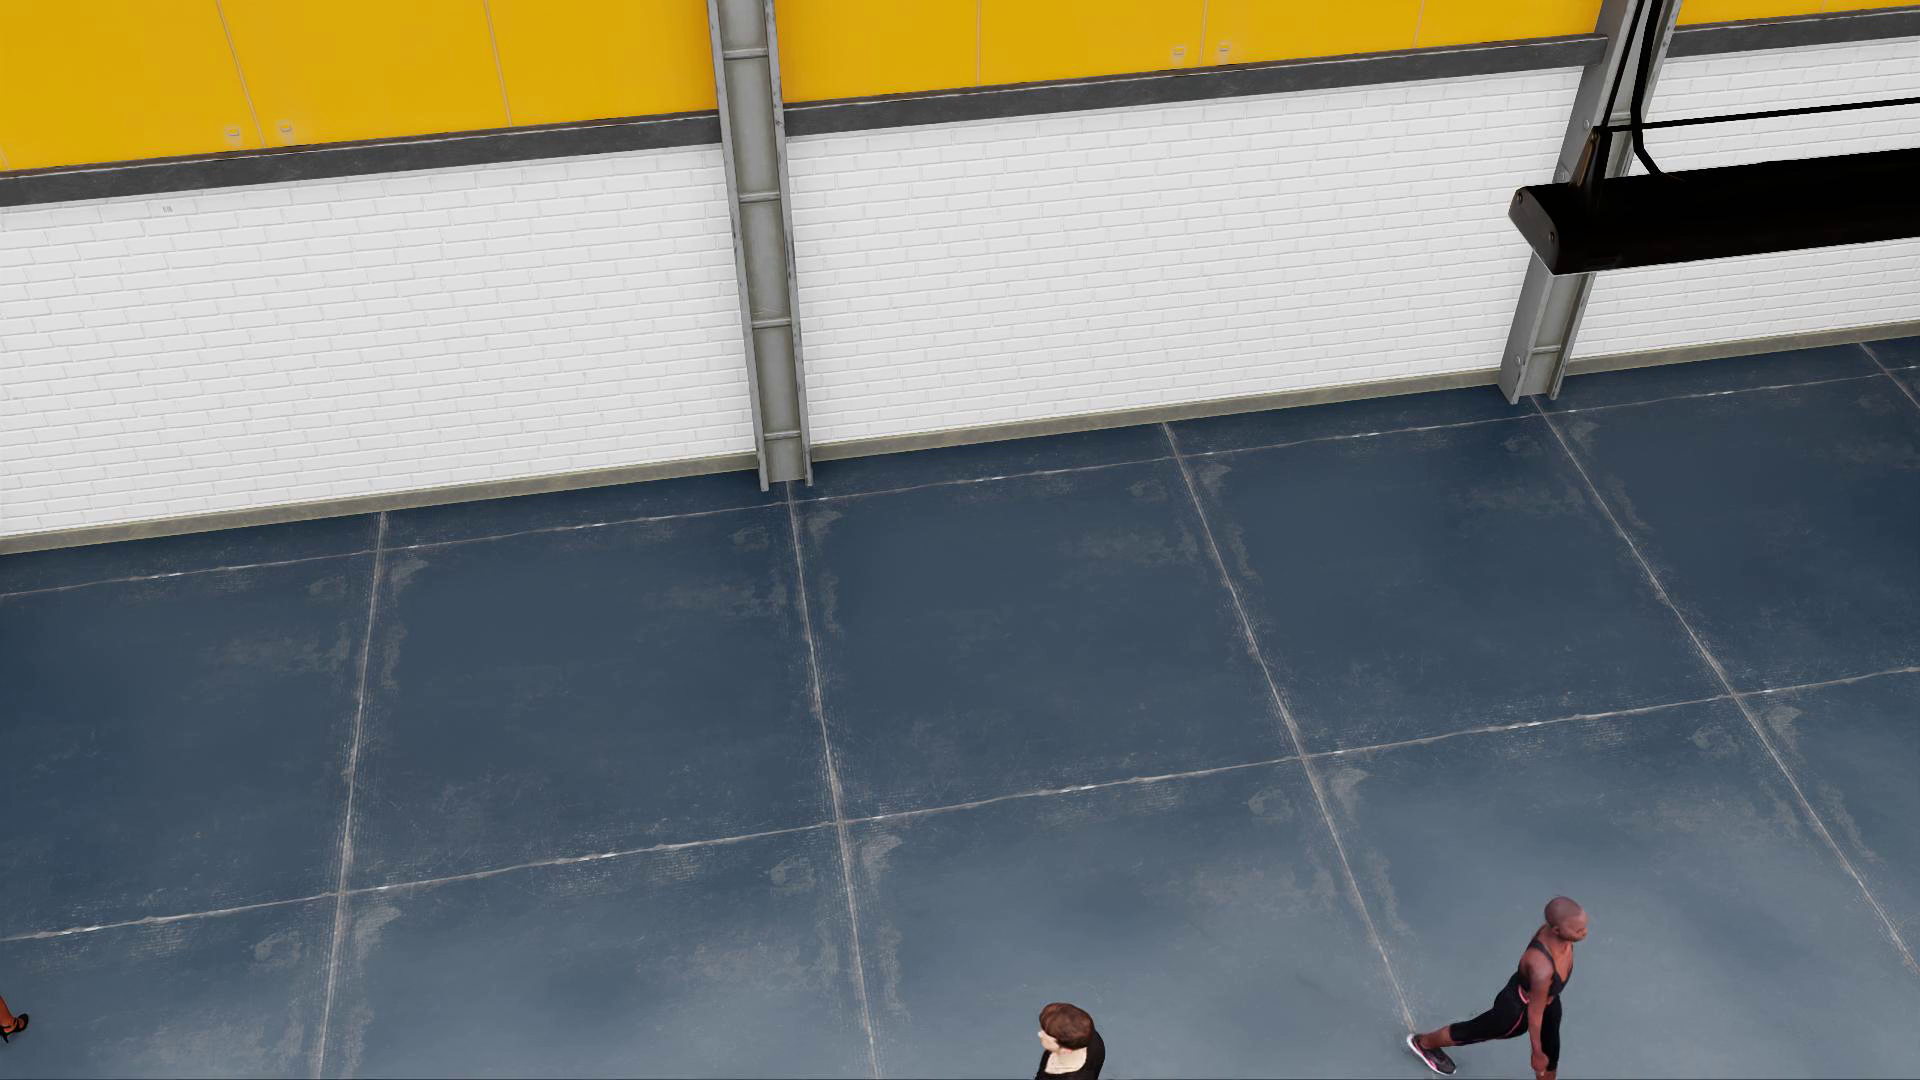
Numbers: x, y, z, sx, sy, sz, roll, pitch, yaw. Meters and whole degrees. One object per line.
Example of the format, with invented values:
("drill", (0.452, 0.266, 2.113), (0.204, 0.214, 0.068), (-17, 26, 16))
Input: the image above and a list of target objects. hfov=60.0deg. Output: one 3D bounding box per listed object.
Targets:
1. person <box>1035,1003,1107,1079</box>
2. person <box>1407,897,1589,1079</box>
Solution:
("person", (0.564, 2.795, 7.875), (1.230, 1.862, 0.985), (9, 44, 9))
("person", (2.765, 2.342, 8.461), (1.186, 1.711, 1.150), (27, 50, 25))
